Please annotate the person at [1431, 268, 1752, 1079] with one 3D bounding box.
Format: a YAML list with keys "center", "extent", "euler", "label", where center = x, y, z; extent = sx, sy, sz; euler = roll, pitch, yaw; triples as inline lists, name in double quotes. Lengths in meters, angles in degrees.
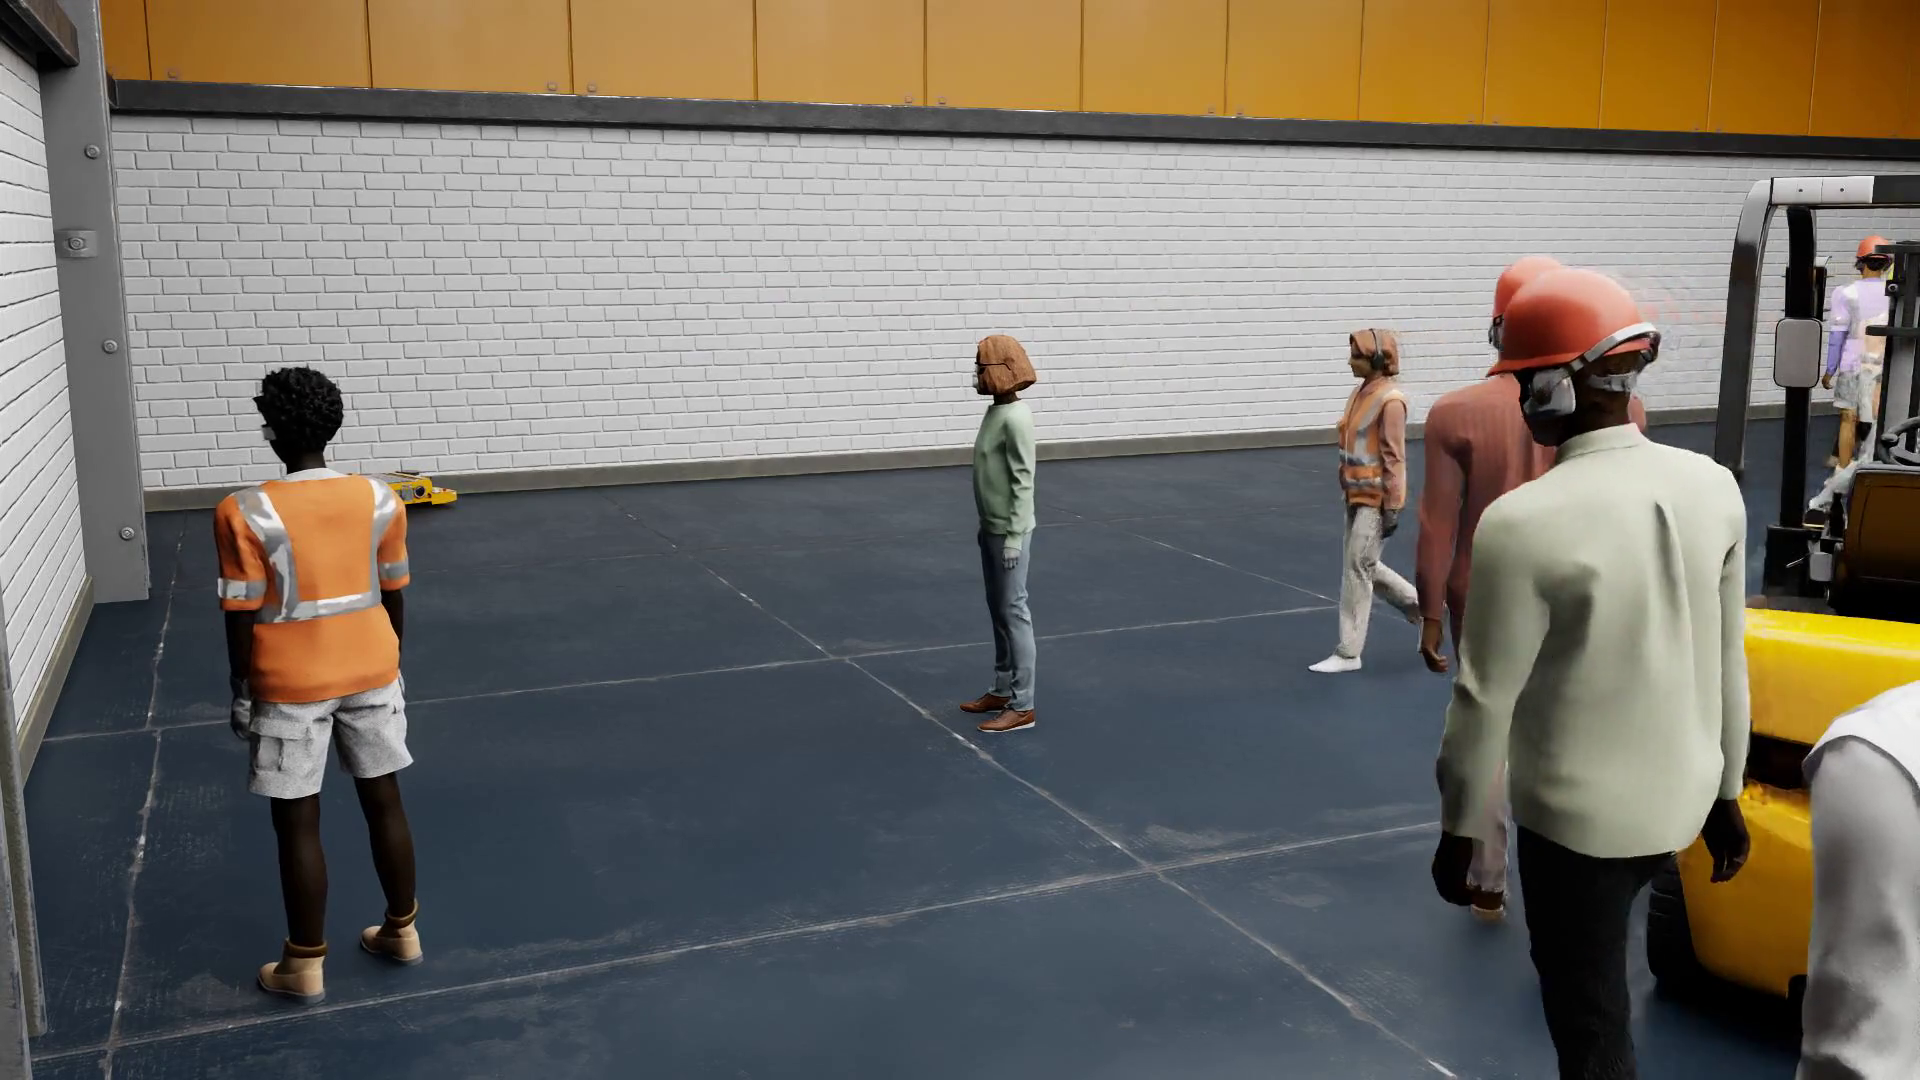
- center: [1.148, 0.481, 3.153]
  extent: [0.630, 1.960, 0.657]
  euler: [-5, 12, -28]
  label: "person"

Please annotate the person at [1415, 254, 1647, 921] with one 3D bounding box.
- center: [1.607, 0.188, 4.726]
  extent: [0.628, 1.980, 0.652]
  euler: [3, 11, 14]
  label: "person"

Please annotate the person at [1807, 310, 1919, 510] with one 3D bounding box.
- center: [6.038, -0.878, 10.858]
  extent: [0.599, 1.899, 0.885]
  euler: [-4, 11, -21]
  label: "person"

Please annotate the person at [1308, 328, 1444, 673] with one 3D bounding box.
- center: [1.975, -0.179, 7.761]
  extent: [0.635, 1.621, 0.523]
  euler: [-1, 10, -7]
  label: "person"

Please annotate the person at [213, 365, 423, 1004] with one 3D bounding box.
- center: [-1.712, 0.382, 4.474]
  extent: [0.321, 1.690, 0.530]
  euler: [9, 13, 39]
  label: "person"

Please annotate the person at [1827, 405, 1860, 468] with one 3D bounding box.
- center: [8.013, -1.562, 14.208]
  extent: [0.710, 2.000, 1.018]
  euler: [-7, 13, -35]
  label: "person"

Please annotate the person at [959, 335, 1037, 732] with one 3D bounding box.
- center: [0.170, -0.029, 6.880]
  extent: [0.275, 1.632, 0.507]
  euler: [-2, 11, -13]
  label: "person"

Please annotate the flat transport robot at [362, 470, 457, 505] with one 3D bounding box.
- center: [-4.542, -0.334, 12.322]
  extent: [0.652, 0.197, 1.431]
  euler: [9, 14, 41]
  label: "flat transport robot"

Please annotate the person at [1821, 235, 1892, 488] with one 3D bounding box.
- center: [7.220, -1.397, 13.288]
  extent: [0.605, 2.045, 0.379]
  euler: [1, 10, 8]
  label: "person"

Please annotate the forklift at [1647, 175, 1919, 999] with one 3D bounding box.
- center: [2.810, 0.094, 4.662]
  extent: [1.214, 2.155, 2.313]
  euler: [7, 12, 34]
  label: "forklift"

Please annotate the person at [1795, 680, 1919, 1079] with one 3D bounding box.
- center: [1.100, 0.775, 1.763]
  extent: [0.573, 1.884, 0.359]
  euler: [-5, 11, -24]
  label: "person"
